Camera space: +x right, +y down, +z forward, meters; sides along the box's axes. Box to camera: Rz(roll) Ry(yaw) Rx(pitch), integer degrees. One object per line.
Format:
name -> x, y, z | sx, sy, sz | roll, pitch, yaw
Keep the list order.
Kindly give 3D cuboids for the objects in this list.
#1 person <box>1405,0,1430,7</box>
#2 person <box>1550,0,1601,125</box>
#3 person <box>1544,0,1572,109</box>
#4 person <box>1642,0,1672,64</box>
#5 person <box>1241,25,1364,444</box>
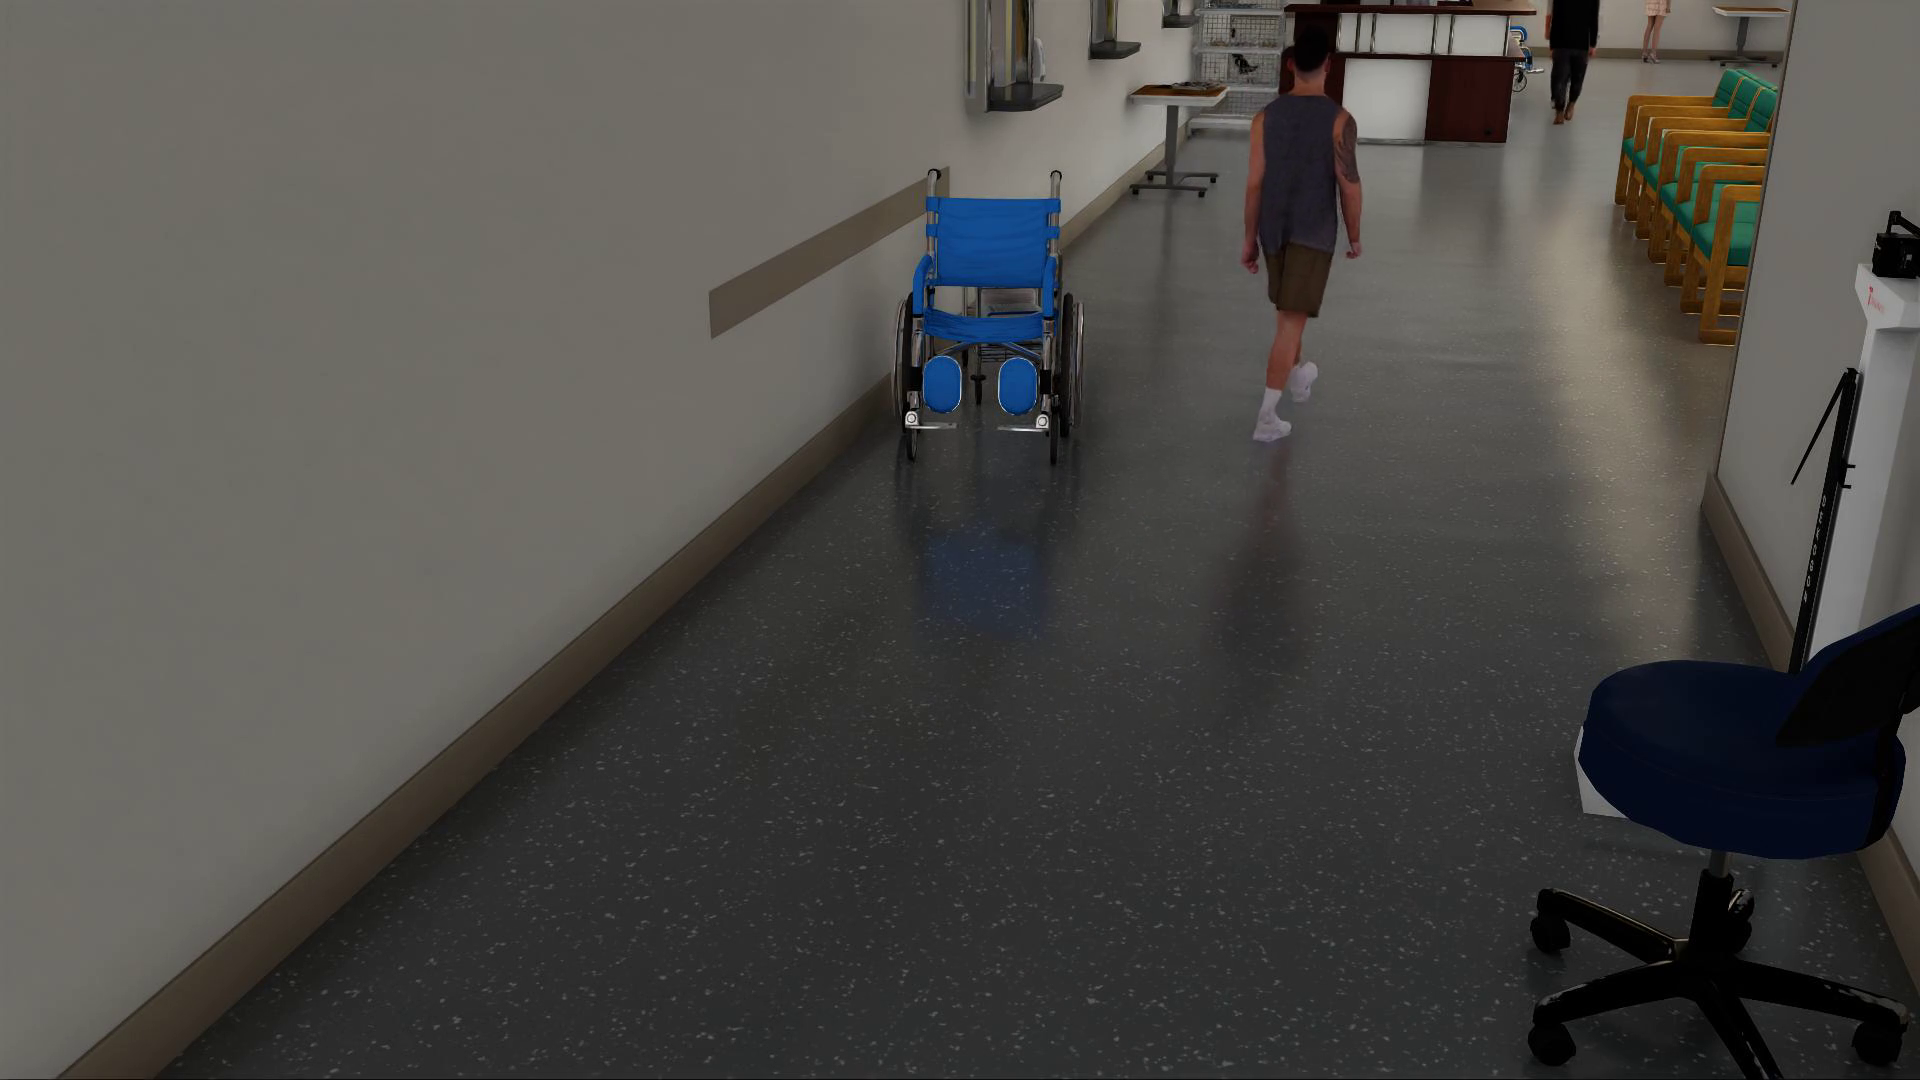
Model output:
person -> 5.508, -6.231, 20.141 | 0.582, 1.844, 0.687 | 8, 22, 21
person -> 6.733, -5.438, 18.251 | 1.009, 1.700, 0.797 | 8, 22, 21
person -> 7.202, -6.060, 19.762 | 0.764, 1.794, 0.721 | 5, 21, 13
person -> 10.766, -8.268, 25.673 | 0.702, 1.736, 0.654 | -10, 23, -24
person -> 1.469, -1.303, 7.416 | 1.196, 1.785, 0.949 | 13, 24, 30
